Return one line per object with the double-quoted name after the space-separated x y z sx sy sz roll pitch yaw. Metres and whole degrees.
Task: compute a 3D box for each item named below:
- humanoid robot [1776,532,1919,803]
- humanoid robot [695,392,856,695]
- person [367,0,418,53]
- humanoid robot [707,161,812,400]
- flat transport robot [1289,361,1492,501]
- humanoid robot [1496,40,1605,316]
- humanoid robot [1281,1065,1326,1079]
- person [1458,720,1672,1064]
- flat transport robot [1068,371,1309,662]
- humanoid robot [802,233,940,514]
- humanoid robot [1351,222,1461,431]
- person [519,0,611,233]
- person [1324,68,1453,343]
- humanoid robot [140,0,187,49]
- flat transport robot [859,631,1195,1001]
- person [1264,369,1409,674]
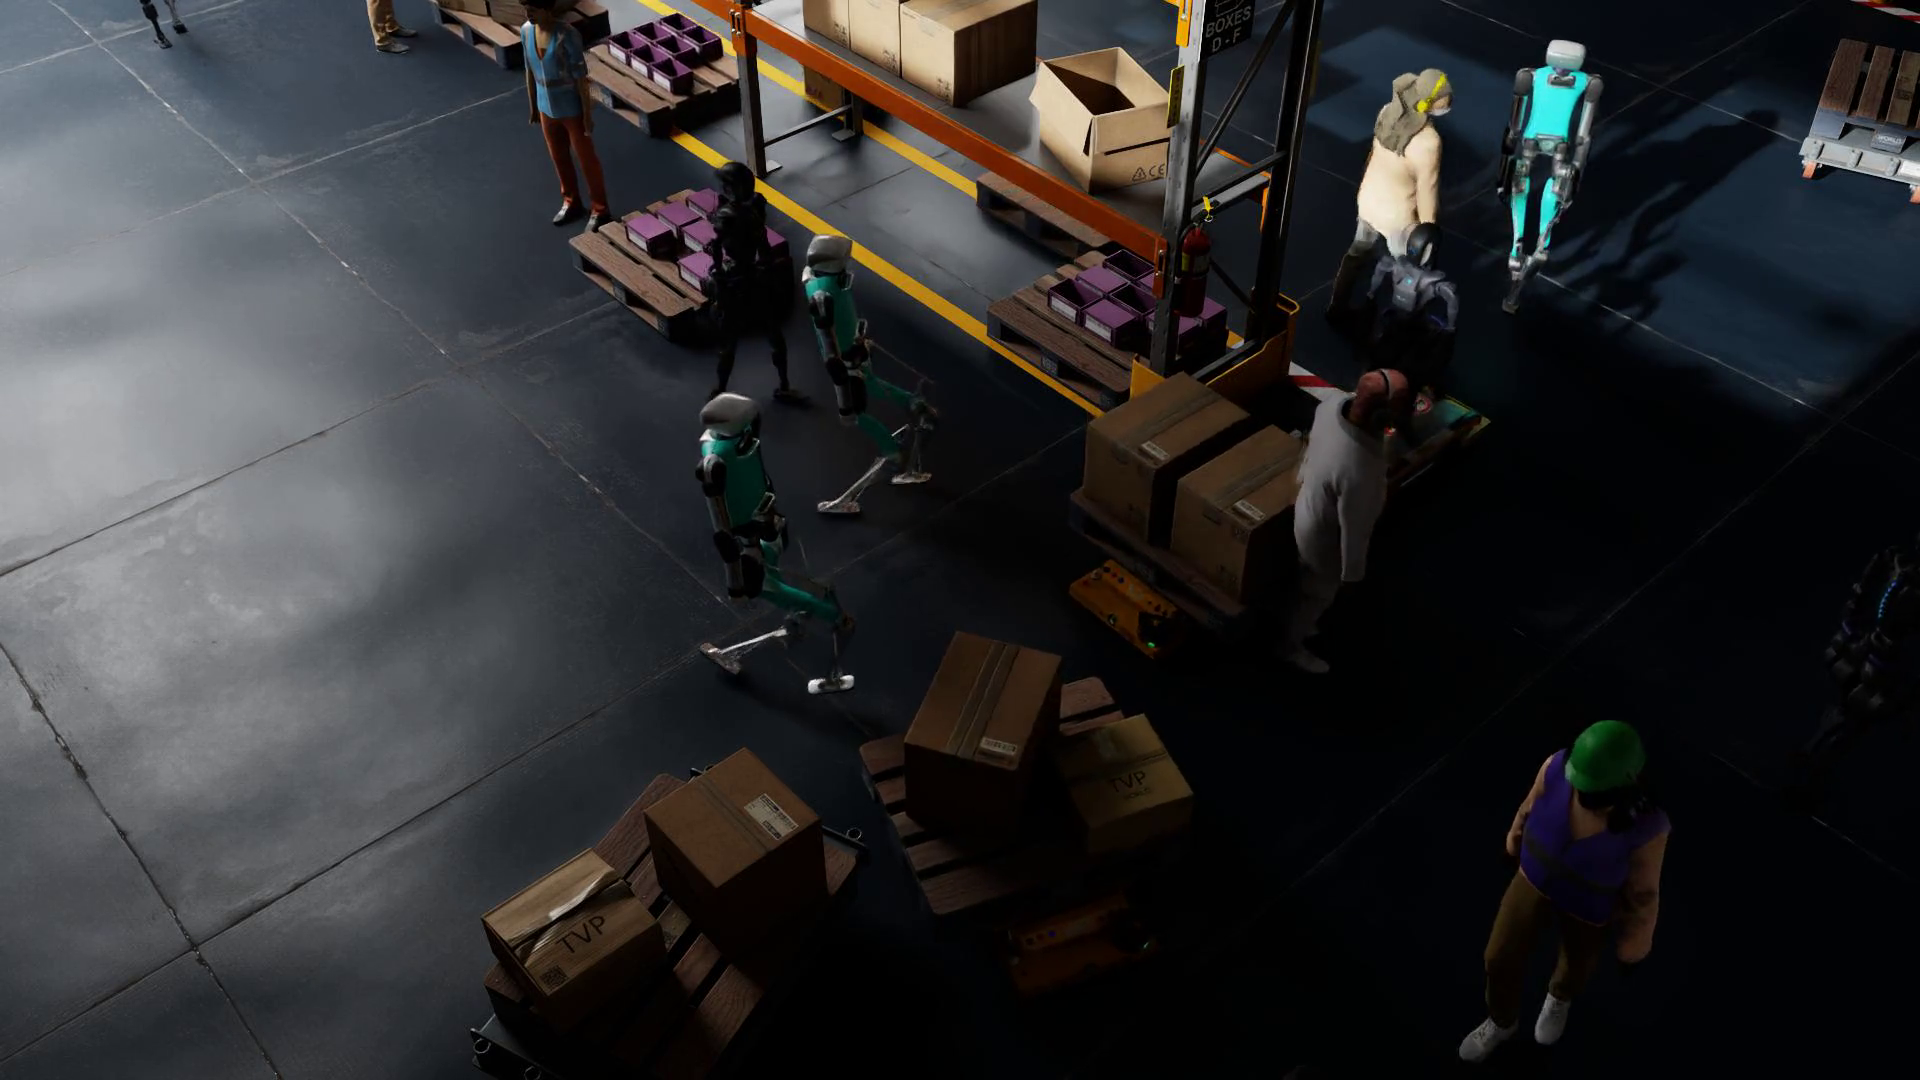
4.069 0.567 7.434 0.423 1.646 0.603 -9 43 -10 "humanoid robot"
-0.816 0.103 7.925 1.065 1.746 0.566 11 44 12 "humanoid robot"
-4.635 -4.730 13.152 0.342 1.744 0.554 -4 43 -4 "person"
-1.216 -1.443 9.631 0.647 1.640 0.599 19 46 19 "humanoid robot"
2.419 -0.560 9.704 1.431 0.231 0.659 -31 51 -30 "flat transport robot"
3.602 -2.142 10.365 0.540 1.727 1.017 9 43 10 "humanoid robot"
0.986 2.265 5.594 0.601 1.644 0.527 17 45 18 "humanoid robot"
2.325 1.393 6.373 0.671 1.893 0.739 34 52 31 "person"
1.335 0.092 8.995 1.431 0.231 0.659 -30 50 -28 "flat transport robot"
-0.372 -0.844 8.933 0.852 1.768 0.559 2 43 2 "humanoid robot"
2.482 -1.070 9.229 0.596 1.642 0.385 30 50 28 "humanoid robot"
-2.675 -2.899 11.149 0.502 1.758 0.334 17 45 17 "person"
2.639 -2.048 10.154 0.445 1.853 0.581 -21 47 -21 "person"
-6.534 -4.719 13.186 0.587 1.652 0.381 -28 50 -27 "humanoid robot"
0.299 1.379 7.595 0.659 0.231 1.431 -15 45 -15 "flat transport robot"
1.794 -0.054 7.970 0.425 1.878 0.658 6 43 7 "person"
